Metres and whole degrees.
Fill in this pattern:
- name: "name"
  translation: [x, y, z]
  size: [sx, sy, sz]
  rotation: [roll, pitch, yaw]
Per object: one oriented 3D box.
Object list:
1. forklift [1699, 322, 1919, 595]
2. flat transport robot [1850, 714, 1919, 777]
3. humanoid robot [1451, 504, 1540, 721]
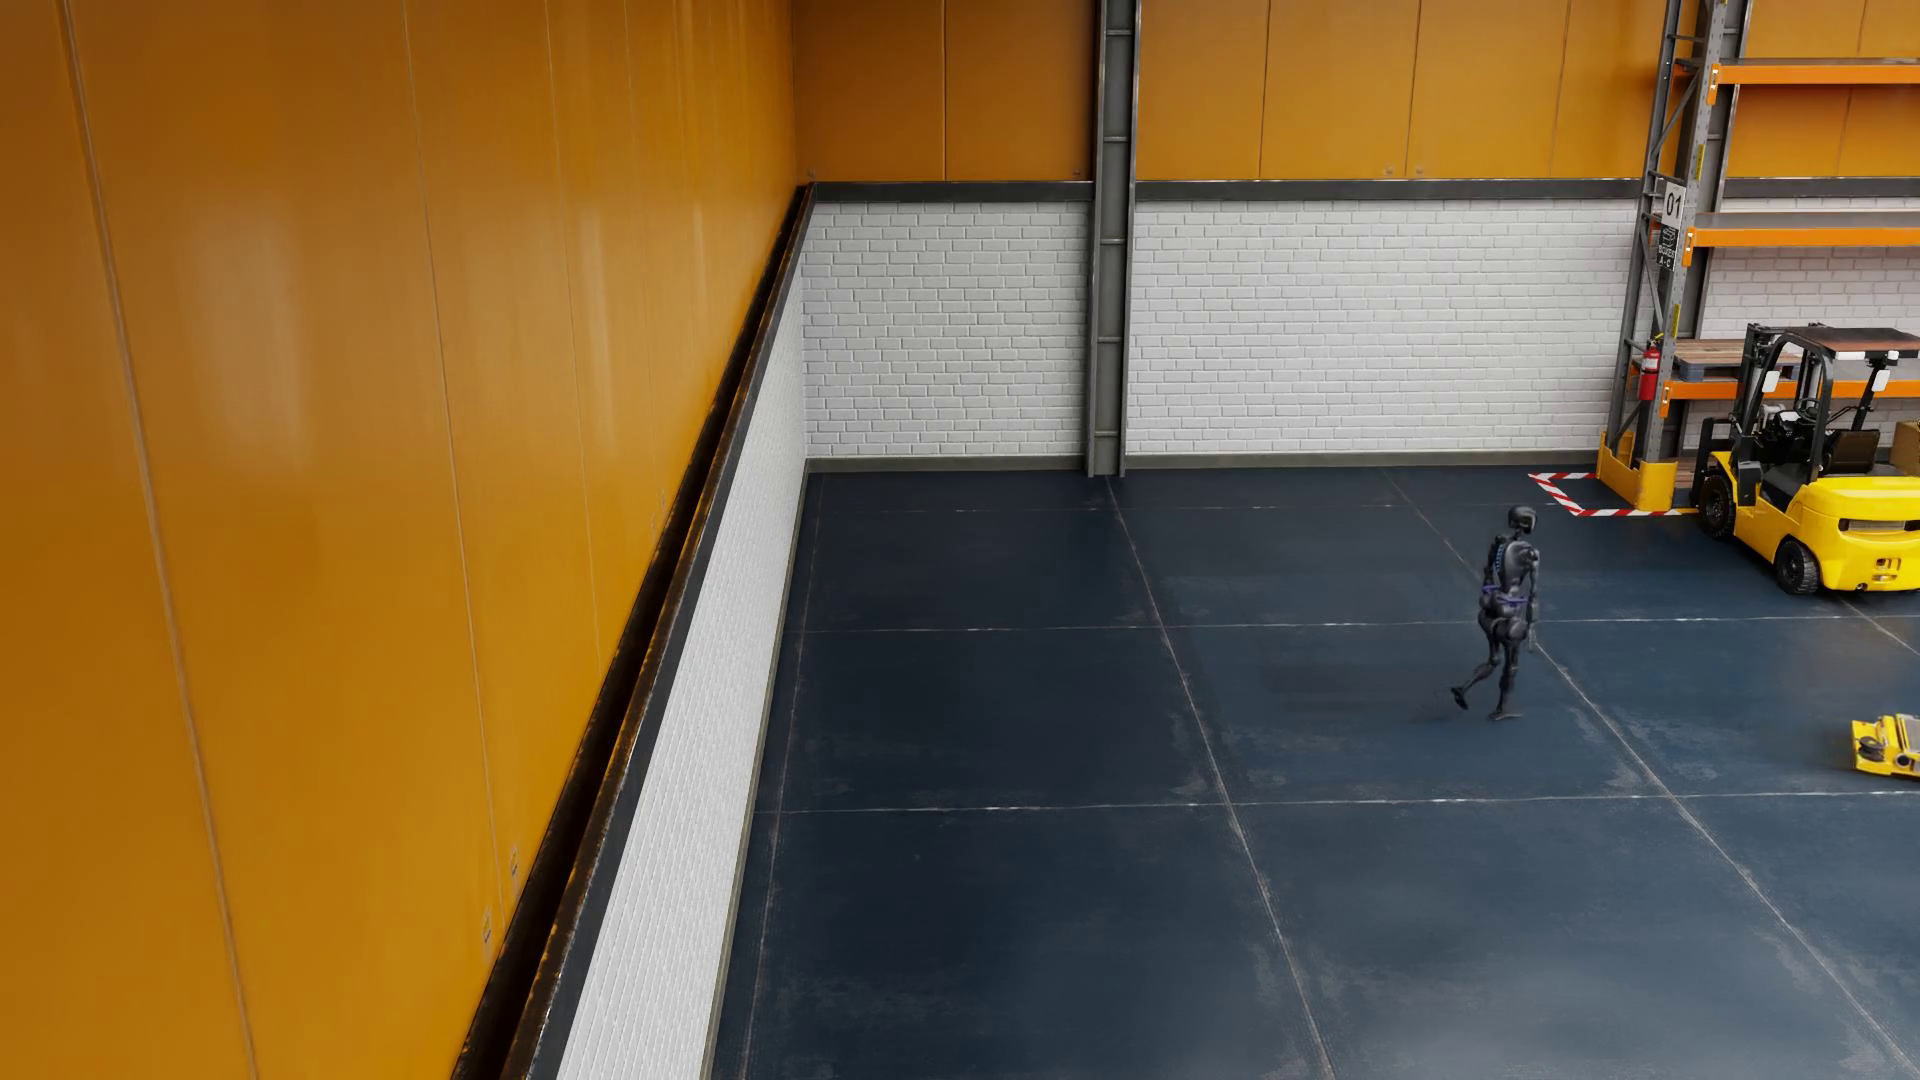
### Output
- name: "forklift"
  translation: [7.809, -0.792, 14.926]
  size: [1.214, 2.155, 2.313]
  rotation: [-1, 20, -2]
- name: "flat transport robot"
  translation: [6.975, 1.505, 11.473]
  size: [1.431, 0.231, 0.659]
  rotation: [9, 22, 22]
- name: "humanoid robot"
  translation: [3.897, 0.542, 12.044]
  size: [0.506, 1.640, 0.612]
  rotation: [-7, 21, -19]
